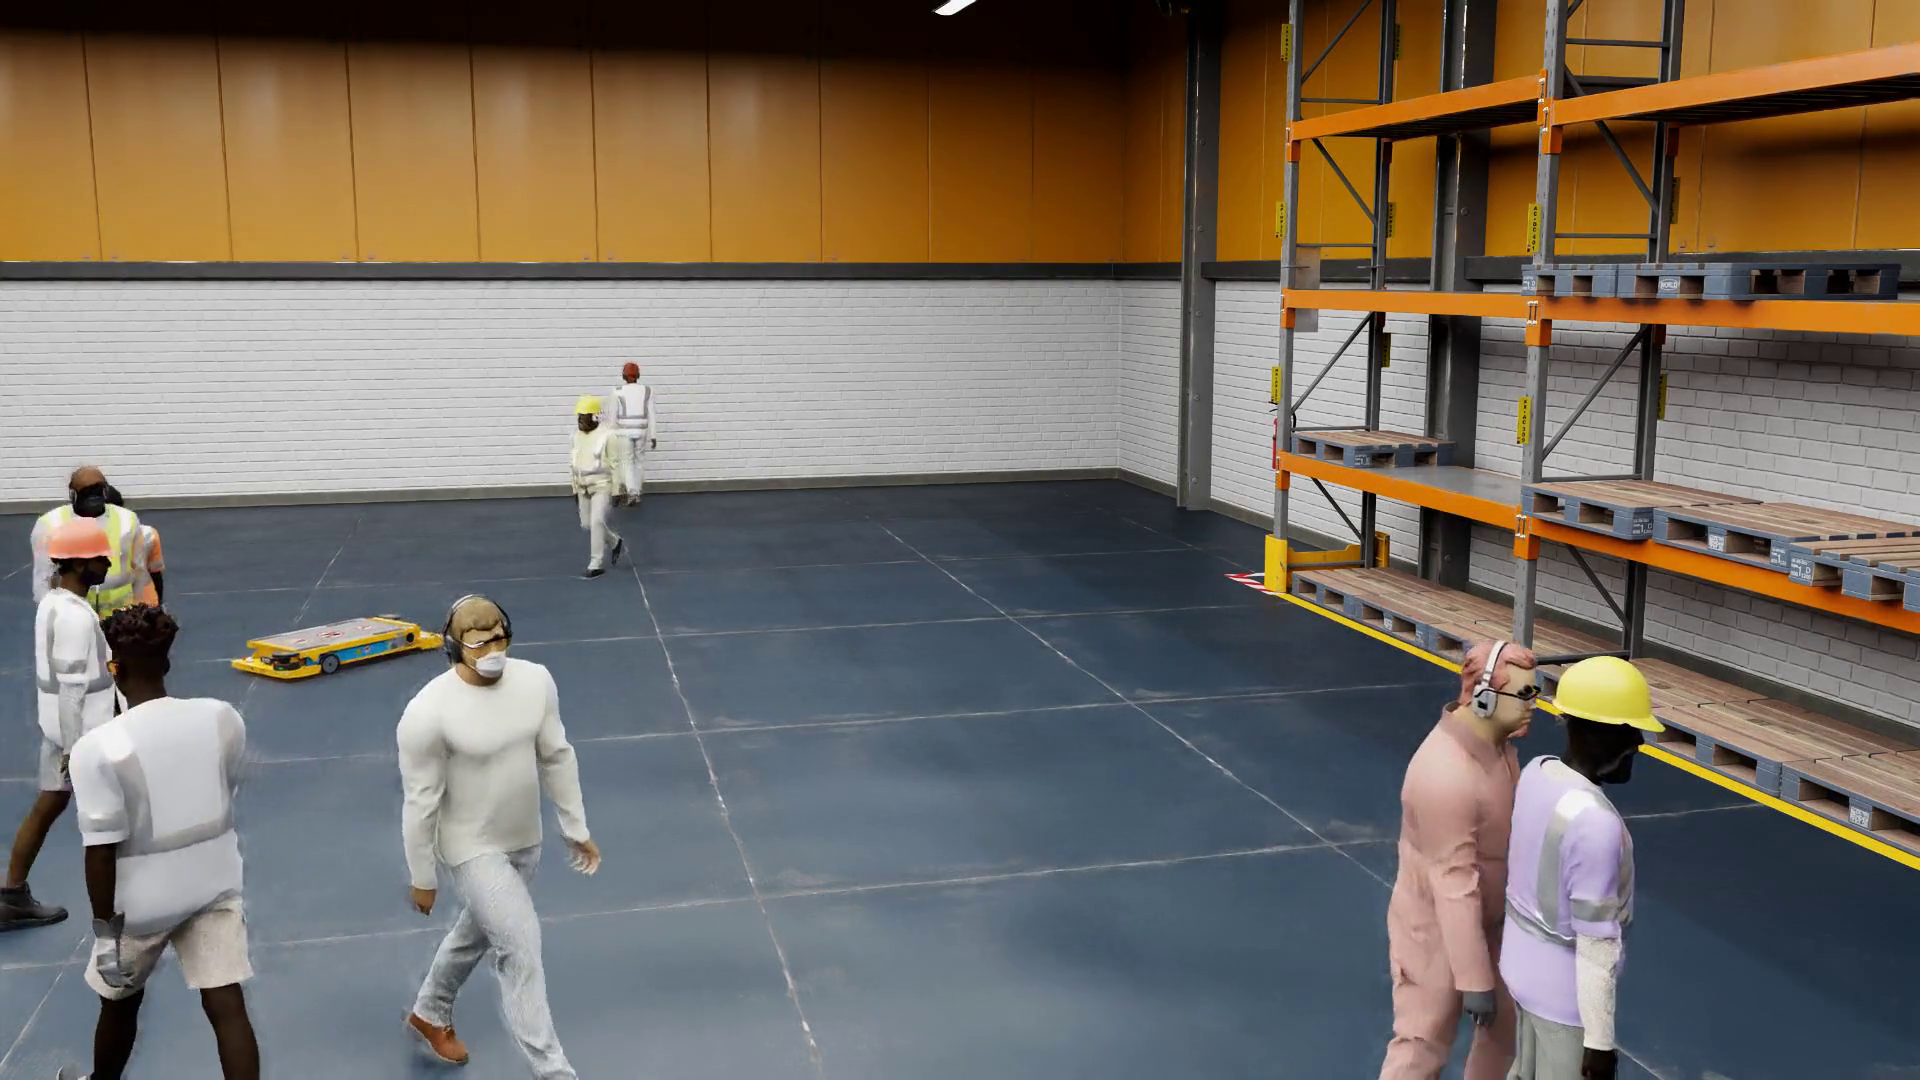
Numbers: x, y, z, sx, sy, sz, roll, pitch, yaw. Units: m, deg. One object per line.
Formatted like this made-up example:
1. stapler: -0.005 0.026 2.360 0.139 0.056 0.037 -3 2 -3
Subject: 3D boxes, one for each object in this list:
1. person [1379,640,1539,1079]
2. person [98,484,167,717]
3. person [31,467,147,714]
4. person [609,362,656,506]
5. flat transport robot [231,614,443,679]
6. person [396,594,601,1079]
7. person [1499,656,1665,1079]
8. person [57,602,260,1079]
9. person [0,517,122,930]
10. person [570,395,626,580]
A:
1. person: 1.609 1.226 5.181 0.678 1.878 0.700 5 10 28
2. person: -5.328 0.462 10.600 0.552 1.668 0.536 -8 12 -39
3. person: -5.299 0.460 10.198 0.642 1.796 0.930 -6 11 -34
4. person: -4.223 -1.375 21.477 0.593 1.860 0.829 -4 10 -24
5. flat transport robot: -4.775 0.804 12.806 0.652 0.197 1.431 6 11 33
6. person: -1.717 1.098 5.982 1.064 1.887 0.637 5 10 28
7. person: 1.745 1.271 4.749 0.382 1.923 0.591 0 9 1
8. person: -2.667 1.153 5.538 1.050 1.896 0.593 7 11 37
9. person: -4.018 0.828 7.647 0.986 1.886 0.563 -7 11 -37
10. person: -3.549 -0.536 16.408 0.605 1.812 0.700 5 11 31
